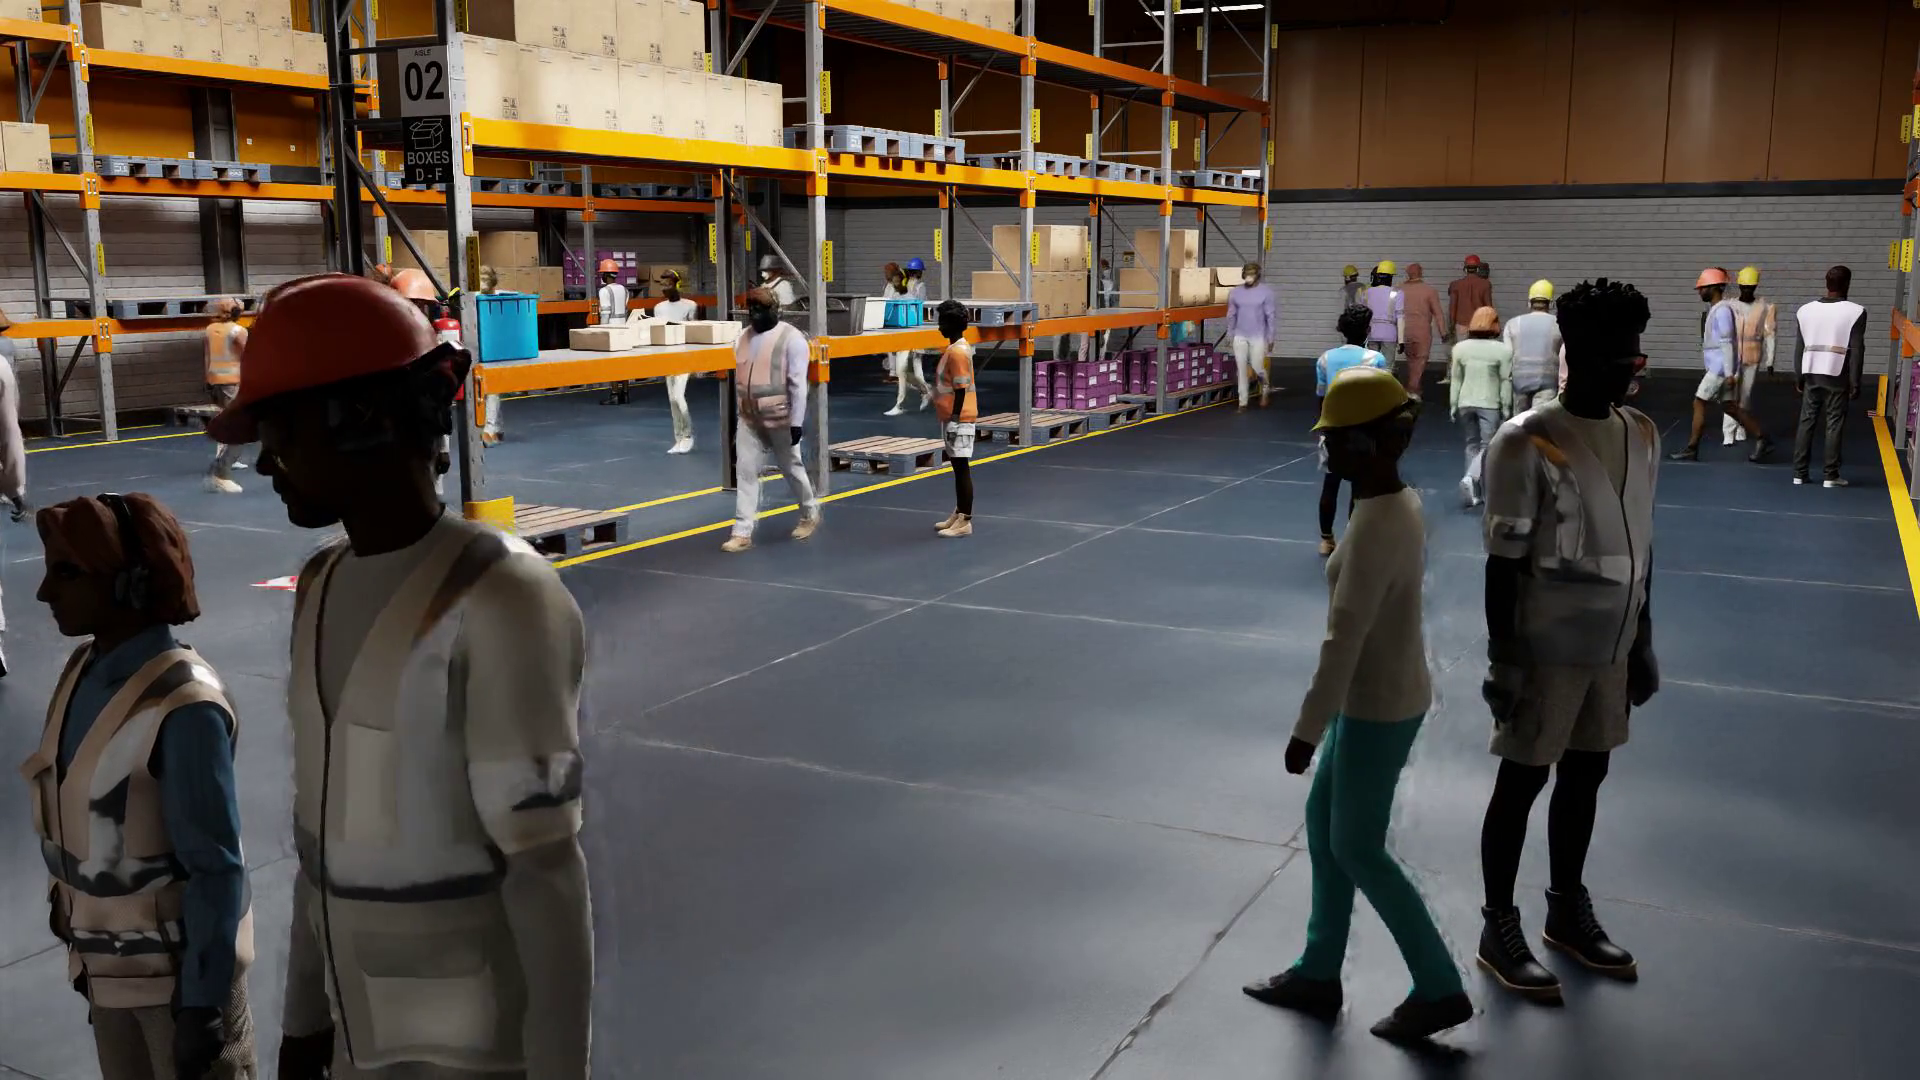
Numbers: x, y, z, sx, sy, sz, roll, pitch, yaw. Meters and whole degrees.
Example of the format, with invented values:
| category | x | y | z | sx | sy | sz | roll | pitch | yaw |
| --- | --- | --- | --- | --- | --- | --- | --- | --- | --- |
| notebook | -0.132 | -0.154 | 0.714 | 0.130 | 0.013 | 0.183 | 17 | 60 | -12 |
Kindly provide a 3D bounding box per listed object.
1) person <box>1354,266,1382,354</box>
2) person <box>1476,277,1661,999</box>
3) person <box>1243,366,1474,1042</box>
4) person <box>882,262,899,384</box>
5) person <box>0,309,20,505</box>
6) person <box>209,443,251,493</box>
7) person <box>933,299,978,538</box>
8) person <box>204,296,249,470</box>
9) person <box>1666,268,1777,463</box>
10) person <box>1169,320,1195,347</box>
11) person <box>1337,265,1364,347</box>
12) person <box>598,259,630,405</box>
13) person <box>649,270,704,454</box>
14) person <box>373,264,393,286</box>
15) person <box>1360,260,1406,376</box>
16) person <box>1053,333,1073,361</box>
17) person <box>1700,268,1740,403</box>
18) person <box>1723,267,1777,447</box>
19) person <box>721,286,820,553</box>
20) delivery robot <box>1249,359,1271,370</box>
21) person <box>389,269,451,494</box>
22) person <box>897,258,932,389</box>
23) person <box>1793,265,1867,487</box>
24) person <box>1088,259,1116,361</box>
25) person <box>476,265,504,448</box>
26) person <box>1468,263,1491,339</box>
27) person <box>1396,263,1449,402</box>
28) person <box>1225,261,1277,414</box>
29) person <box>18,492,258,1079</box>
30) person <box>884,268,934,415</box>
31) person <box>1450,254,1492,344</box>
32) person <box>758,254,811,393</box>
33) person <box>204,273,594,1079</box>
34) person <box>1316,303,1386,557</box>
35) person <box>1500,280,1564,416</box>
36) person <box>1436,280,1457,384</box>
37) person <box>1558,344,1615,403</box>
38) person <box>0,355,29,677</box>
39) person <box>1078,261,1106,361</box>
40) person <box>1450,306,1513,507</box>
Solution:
| category | x | y | z | sx | sy | sz | roll | pitch | yaw |
| --- | --- | --- | --- | --- | --- | --- | --- | --- | --- |
| person | 5.750 | -2.862 | 23.020 | 0.626 | 1.846 | 0.429 | 0 | 10 | 3 |
| person | 1.673 | 0.271 | 4.550 | 0.599 | 1.958 | 0.374 | -6 | 11 | -30 |
| person | 1.061 | 0.428 | 4.275 | 0.587 | 1.740 | 0.539 | 3 | 10 | 19 |
| person | -1.022 | -3.375 | 25.915 | 0.362 | 1.876 | 0.593 | -6 | 11 | -30 |
| person | -7.696 | -1.067 | 13.250 | 0.365 | 1.630 | 0.522 | -1 | 10 | -3 |
| person | -5.864 | -1.273 | 14.136 | 1.131 | 1.754 | 0.537 | -3 | 10 | -15 |
| person | -0.032 | -0.863 | 11.869 | 0.318 | 1.696 | 0.532 | 0 | 10 | -3 |
| person | -6.809 | -1.459 | 15.529 | 0.534 | 1.617 | 0.405 | 6 | 11 | 29 |
| person | 7.415 | -1.668 | 16.018 | 0.939 | 1.888 | 0.597 | 5 | 11 | 25 |
| person | 3.476 | -3.390 | 26.132 | 0.497 | 1.818 | 0.661 | -4 | 11 | -24 |
| person | 6.492 | -3.641 | 27.597 | 0.602 | 1.824 | 0.403 | -6 | 12 | -32 |
| person | -4.631 | -2.757 | 22.130 | 0.361 | 1.939 | 0.543 | 4 | 11 | 23 |
| person | -2.874 | -1.772 | 16.672 | 0.576 | 1.851 | 0.472 | 5 | 11 | 26 |
| person | -7.053 | -2.449 | 20.510 | 0.354 | 1.883 | 0.576 | -8 | 13 | -39 |
| person | 5.334 | -2.556 | 21.000 | 0.595 | 1.925 | 0.370 | 7 | 12 | 36 |
| person | 1.828 | -3.886 | 29.084 | 0.765 | 1.802 | 0.463 | -8 | 13 | -39 |
| person | 10.289 | -2.769 | 22.543 | 0.515 | 1.818 | 0.709 | 3 | 10 | 17 |
| person | 8.315 | -1.946 | 17.643 | 0.600 | 1.880 | 0.993 | 5 | 11 | 25 |
| person | -1.283 | -0.849 | 11.492 | 0.637 | 1.806 | 0.931 | 6 | 11 | 29 |
| delivery robot | 4.499 | -2.675 | 25.385 | 0.477 | 0.478 | 0.707 | 5 | 11 | 25 |
| person | -3.152 | -0.590 | 9.621 | 0.543 | 1.932 | 0.380 | 5 | 11 | 25 |
| person | -0.680 | -3.235 | 24.870 | 0.405 | 1.945 | 0.615 | -10 | 14 | -44 |
| person | 7.522 | -1.414 | 14.437 | 0.377 | 1.913 | 0.589 | -7 | 12 | -35 |
| person | 2.336 | -3.729 | 27.795 | 0.647 | 1.921 | 0.457 | -7 | 12 | -35 |
| person | -4.985 | -1.923 | 17.454 | 0.646 | 1.890 | 0.973 | 2 | 10 | 10 |
| person | 8.690 | -3.688 | 27.768 | 0.905 | 1.864 | 0.666 | 2 | 10 | 11 |
| person | 6.233 | -2.812 | 22.623 | 0.752 | 1.881 | 0.585 | 8 | 13 | 40 |
| person | 3.683 | -2.555 | 21.024 | 0.641 | 1.927 | 0.510 | 6 | 11 | 29 |
| person | -1.361 | 0.728 | 2.818 | 0.514 | 1.641 | 0.309 | 8 | 13 | 40 |
| person | -0.636 | -2.481 | 20.838 | 0.691 | 1.844 | 0.527 | -7 | 12 | -34 |
| person | 7.579 | -3.229 | 24.697 | 0.609 | 1.997 | 0.375 | 4 | 10 | 20 |
| person | -2.466 | -2.892 | 22.616 | 0.773 | 2.000 | 0.690 | -8 | 13 | -38 |
| person | -0.698 | 0.639 | 2.320 | 0.676 | 1.998 | 0.614 | 8 | 13 | 40 |
| person | 2.571 | -0.704 | 10.964 | 0.319 | 1.698 | 0.538 | -8 | 13 | -39 |
| person | 5.081 | -1.384 | 14.645 | 0.618 | 1.780 | 0.949 | 5 | 11 | 27 |
| person | 7.632 | -3.181 | 25.512 | 0.450 | 1.622 | 0.614 | -1 | 10 | -8 |
| person | 4.275 | -0.800 | 11.302 | 0.524 | 1.769 | 0.308 | -5 | 11 | -25 |
| person | -4.654 | -0.224 | 7.591 | 0.435 | 1.890 | 0.677 | 9 | 13 | 43 |
| person | 1.974 | -3.251 | 24.823 | 0.378 | 1.996 | 0.611 | -7 | 12 | -34 |
| person | 4.078 | -1.037 | 13.119 | 0.506 | 1.612 | 0.646 | 8 | 13 | 40 |
